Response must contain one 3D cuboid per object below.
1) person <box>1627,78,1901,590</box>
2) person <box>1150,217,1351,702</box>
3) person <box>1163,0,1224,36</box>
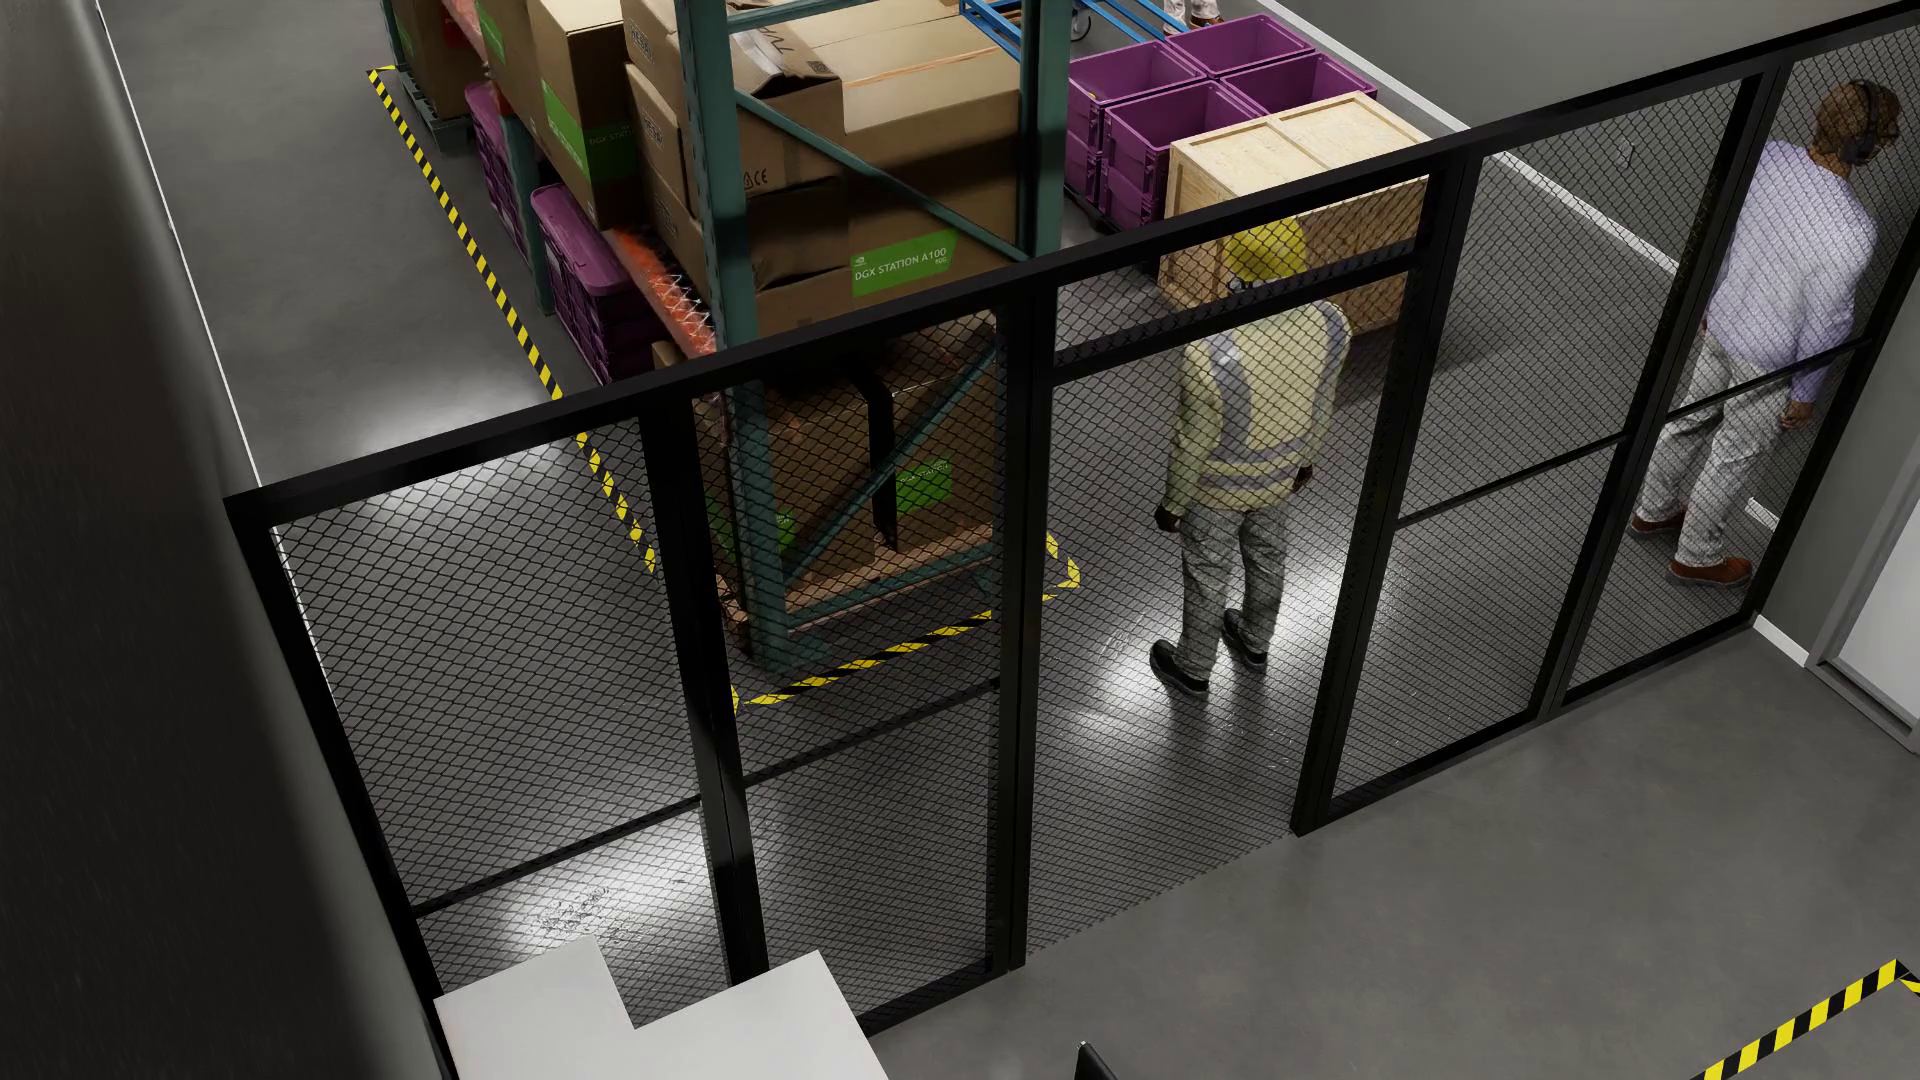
[{"bbox_3d":[2.734,-0.668,5.676,0.358,1.938,0.636,-8,43,-9],"label":"person"},{"bbox_3d":[0.882,-0.236,5.281,0.600,1.830,0.404,-20,46,-20],"label":"person"},{"bbox_3d":[1.344,-3.577,8.817,0.375,1.995,0.609,34,52,31],"label":"person"}]
